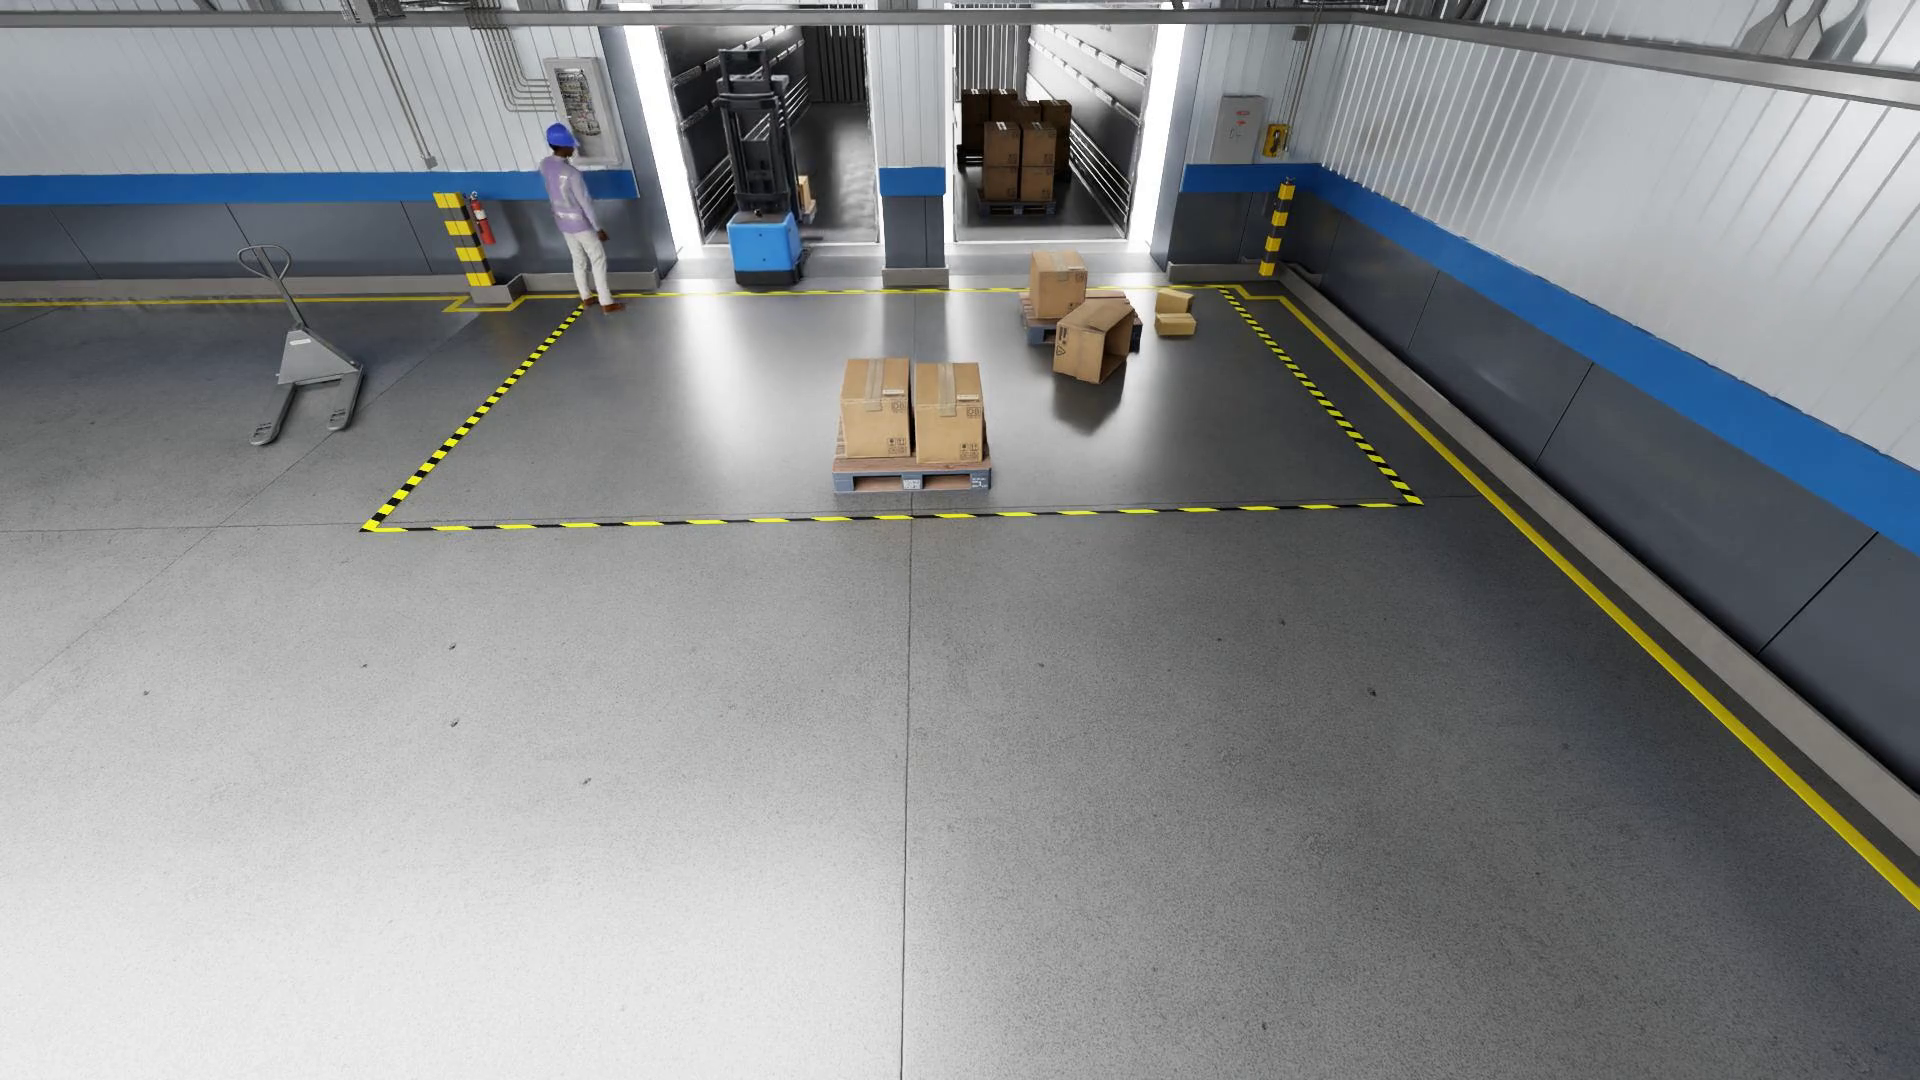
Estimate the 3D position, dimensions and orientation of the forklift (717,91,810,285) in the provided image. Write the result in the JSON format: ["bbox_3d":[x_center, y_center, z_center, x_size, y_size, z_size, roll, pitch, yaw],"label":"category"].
[{"bbox_3d":[-2.413,-4.171,8.792,0.716,2.013,0.776,-1,38,-1],"label":"forklift"}]

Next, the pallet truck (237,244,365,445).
[{"bbox_3d":[-5.915,-1.733,6.366,0.680,1.201,1.601,-18,42,-21],"label":"pallet truck"}]

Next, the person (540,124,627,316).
[{"bbox_3d":[-4.135,-3.423,7.950,0.638,1.924,0.407,23,44,26],"label":"person"}]
